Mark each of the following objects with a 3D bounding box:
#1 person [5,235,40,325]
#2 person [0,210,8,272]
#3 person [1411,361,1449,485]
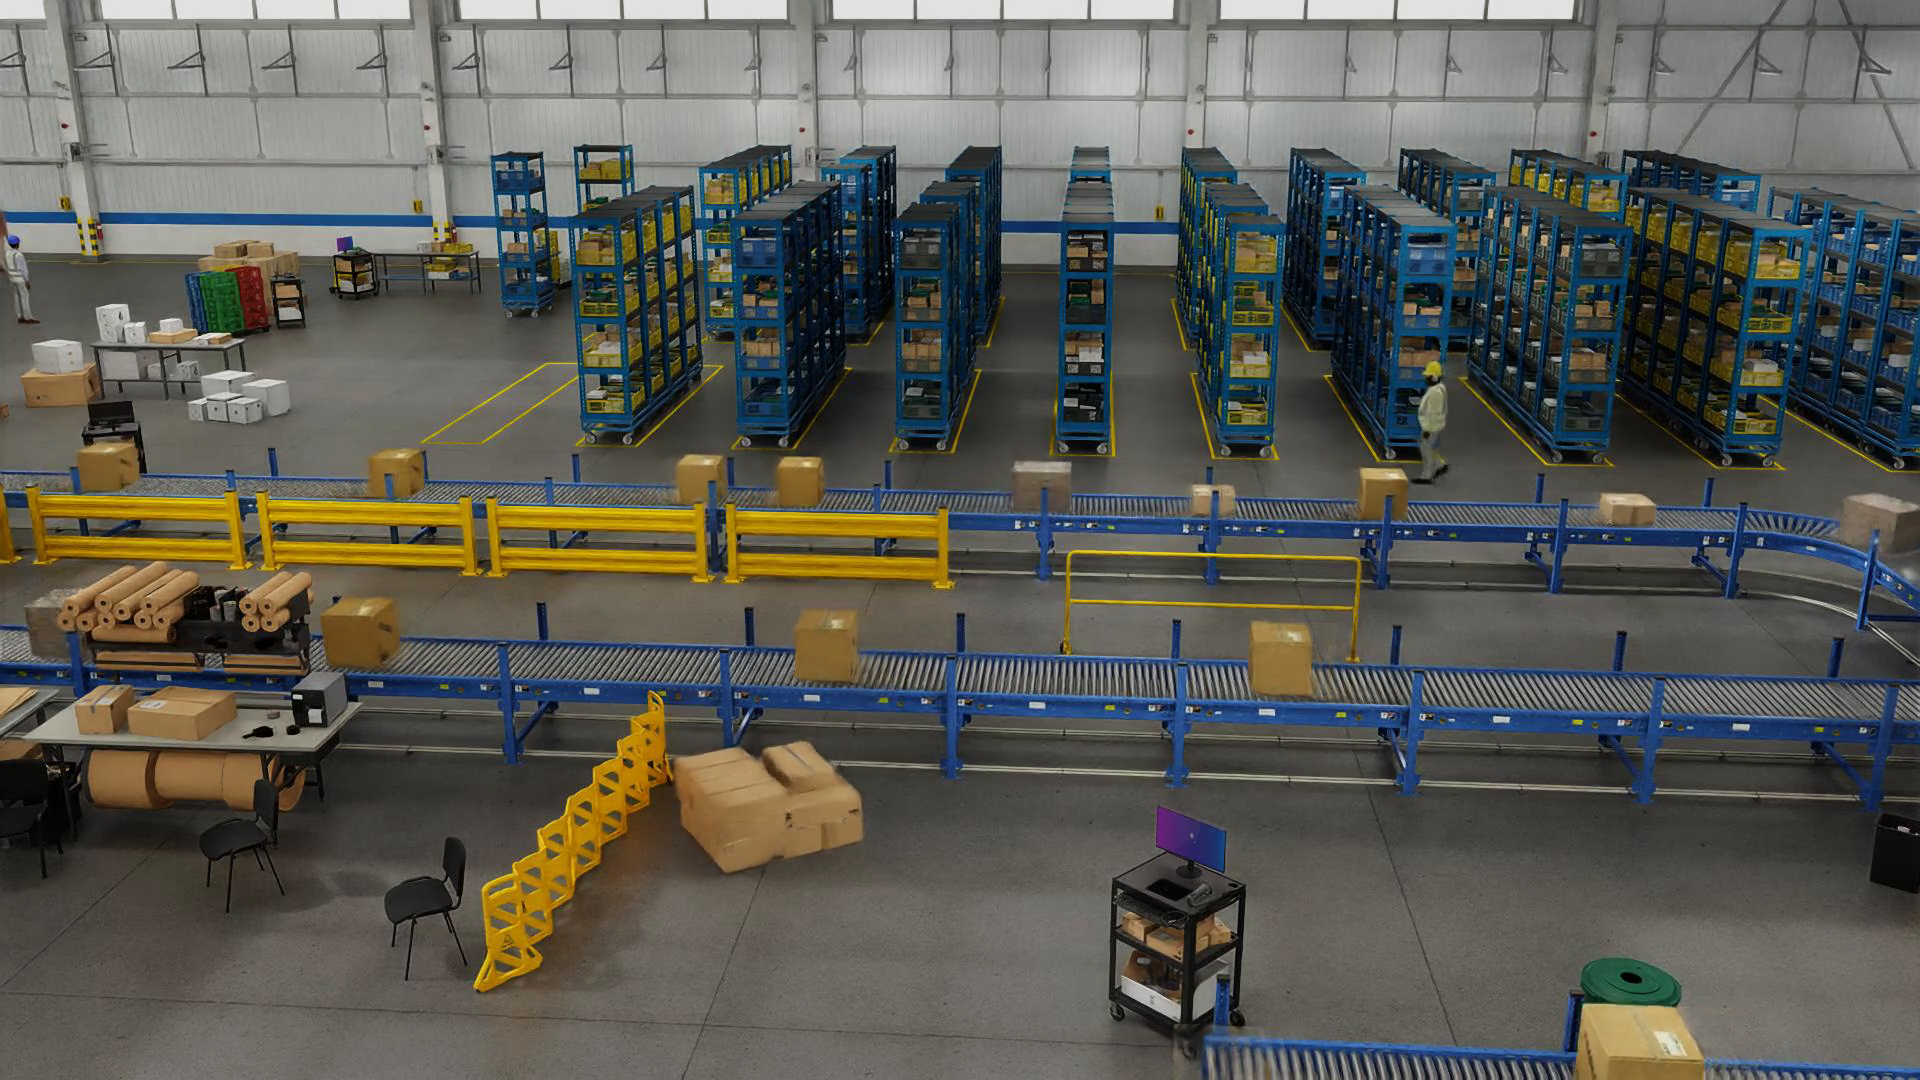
[{"bbox_3d":[-20.603,-5.699,36.452,0.614,1.948,0.386,11,20,30],"label":"person"},{"bbox_3d":[-25.512,-8.083,43.965,0.627,1.979,0.430,-14,22,-38],"label":"person"},{"bbox_3d":[6.786,-1.667,23.876,0.446,1.813,0.598,4,18,12],"label":"person"}]
